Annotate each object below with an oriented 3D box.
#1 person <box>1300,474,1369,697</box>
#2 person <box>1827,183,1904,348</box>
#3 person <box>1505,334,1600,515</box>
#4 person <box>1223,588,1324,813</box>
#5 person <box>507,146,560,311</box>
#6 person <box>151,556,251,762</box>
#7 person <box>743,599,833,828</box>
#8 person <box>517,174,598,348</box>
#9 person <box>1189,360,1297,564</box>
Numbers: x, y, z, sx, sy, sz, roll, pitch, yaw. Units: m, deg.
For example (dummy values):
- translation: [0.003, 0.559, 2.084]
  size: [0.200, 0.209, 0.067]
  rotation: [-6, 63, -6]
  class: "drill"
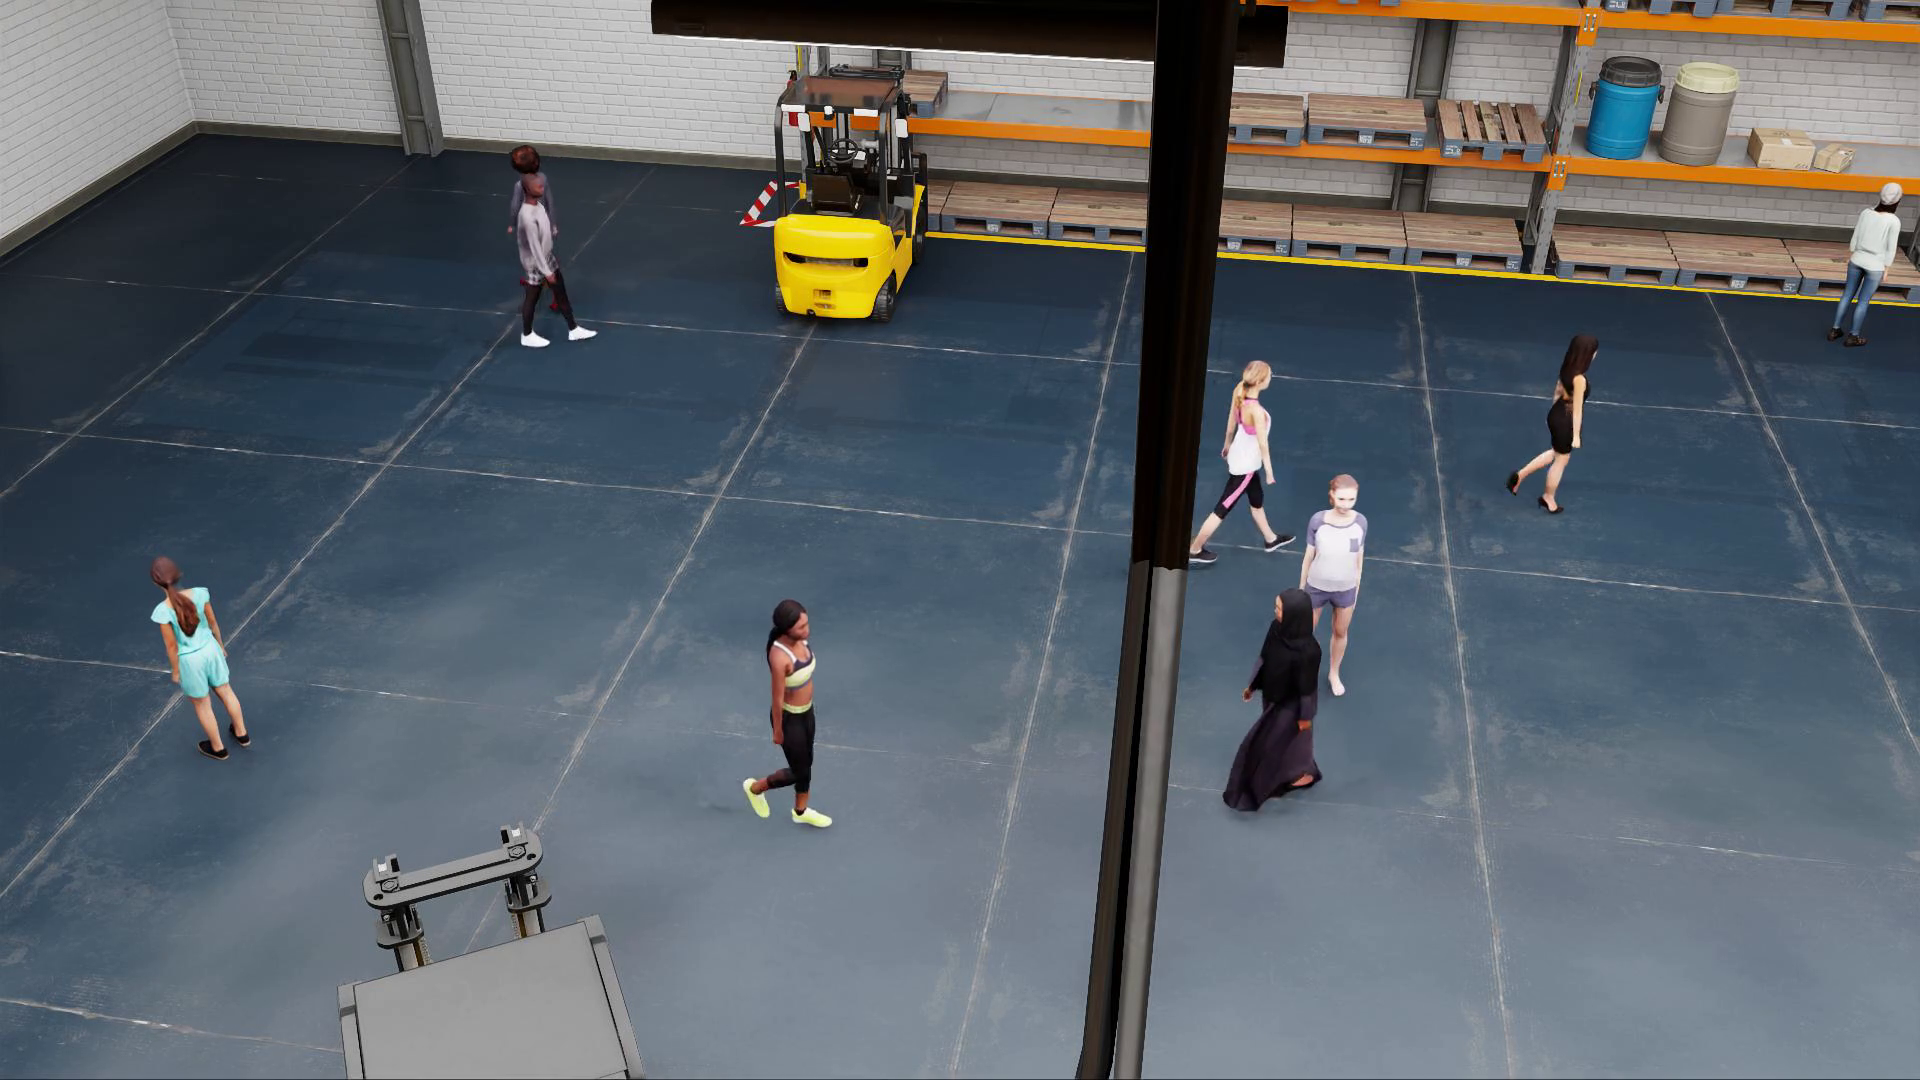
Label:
- translation: [2.549, 0.305, 11.441]
  size: [0.507, 1.763, 0.645]
  rotation: [2, 34, 3]
  class: "person"
- translation: [8.750, -2.666, 16.018]
  size: [0.688, 1.644, 0.636]
  rotation: [-20, 38, -27]
  class: "person"
- translation: [4.770, -0.913, 13.390]
  size: [0.769, 1.634, 0.610]
  rotation: [1, 34, 2]
  class: "person"
- translation: [2.160, 0.975, 10.575]
  size: [1.083, 1.605, 0.895]
  rotation: [-10, 35, -14]
  class: "person"
- translation: [-4.151, -3.061, 16.578]
  size: [1.080, 1.682, 0.840]
  rotation: [21, 39, 29]
  class: "person"
- translation: [-5.018, 0.766, 10.933]
  size: [0.649, 1.558, 0.628]
  rotation: [23, 40, 30]
  class: "person"
- translation: [-1.113, 1.077, 10.299]
  size: [0.817, 1.741, 0.615]
  rotation: [10, 35, 15]
  class: "person"
- translation: [-4.133, -2.641, 15.892]
  size: [0.955, 1.743, 0.649]
  rotation: [4, 34, 7]
  class: "person"
- translation: [2.081, -0.536, 12.732]
  size: [1.249, 1.735, 0.958]
  rotation: [-8, 34, -11]
  class: "person"
